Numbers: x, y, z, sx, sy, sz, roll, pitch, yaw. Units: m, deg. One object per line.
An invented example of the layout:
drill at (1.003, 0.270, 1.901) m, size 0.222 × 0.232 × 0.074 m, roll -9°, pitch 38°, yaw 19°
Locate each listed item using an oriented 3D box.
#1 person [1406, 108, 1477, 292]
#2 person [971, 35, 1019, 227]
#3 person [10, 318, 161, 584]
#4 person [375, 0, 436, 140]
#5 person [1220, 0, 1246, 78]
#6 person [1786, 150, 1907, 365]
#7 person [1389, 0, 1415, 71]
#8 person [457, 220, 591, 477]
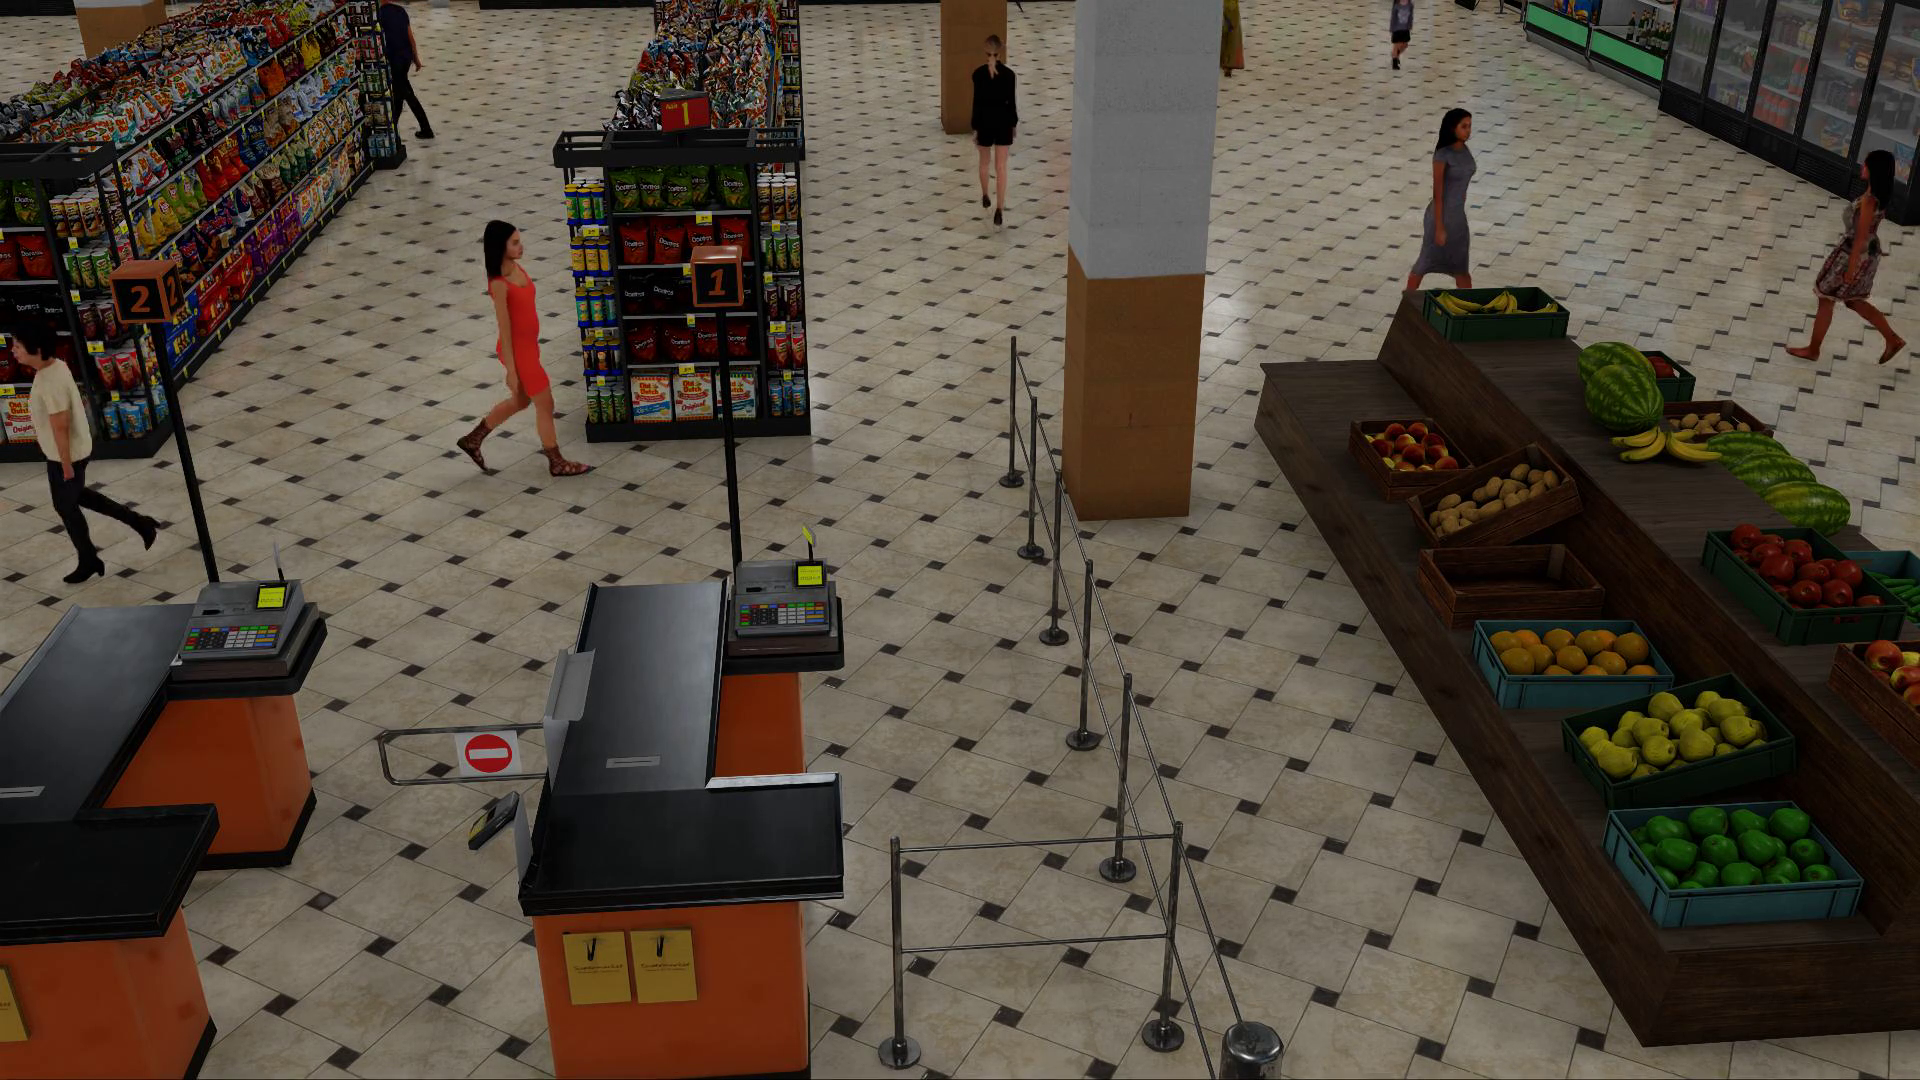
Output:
person at (3.695, -2.472, 12.978) m, size 0.969 × 1.747 × 1.141 m, roll -19°, pitch 33°, yaw -33°
person at (0.322, -3.783, 15.604) m, size 0.650 × 1.710 × 1.149 m, roll 0°, pitch 27°, yaw -1°
person at (-4.896, -0.492, 9.267) m, size 0.776 × 1.571 × 0.798 m, roll -10°, pitch 28°, yaw -18°
person at (-6.236, -5.324, 18.618) m, size 1.135 × 1.732 × 1.188 m, roll 14°, pitch 30°, yaw 26°
person at (3.453, -7.047, 22.129) m, size 0.744 × 1.631 × 1.128 m, roll -4°, pitch 27°, yaw -8°
person at (6.683, -2.031, 12.245) m, size 1.079 × 1.623 × 1.018 m, roll 20°, pitch 33°, yaw 34°
person at (5.946, -6.942, 22.506) m, size 0.511 × 1.101 × 0.569 m, roll -6°, pitch 27°, yaw -11°
person at (-2.843, -1.157, 10.446) m, size 0.636 × 1.692 × 0.972 m, roll -2°, pitch 27°, yaw -4°
